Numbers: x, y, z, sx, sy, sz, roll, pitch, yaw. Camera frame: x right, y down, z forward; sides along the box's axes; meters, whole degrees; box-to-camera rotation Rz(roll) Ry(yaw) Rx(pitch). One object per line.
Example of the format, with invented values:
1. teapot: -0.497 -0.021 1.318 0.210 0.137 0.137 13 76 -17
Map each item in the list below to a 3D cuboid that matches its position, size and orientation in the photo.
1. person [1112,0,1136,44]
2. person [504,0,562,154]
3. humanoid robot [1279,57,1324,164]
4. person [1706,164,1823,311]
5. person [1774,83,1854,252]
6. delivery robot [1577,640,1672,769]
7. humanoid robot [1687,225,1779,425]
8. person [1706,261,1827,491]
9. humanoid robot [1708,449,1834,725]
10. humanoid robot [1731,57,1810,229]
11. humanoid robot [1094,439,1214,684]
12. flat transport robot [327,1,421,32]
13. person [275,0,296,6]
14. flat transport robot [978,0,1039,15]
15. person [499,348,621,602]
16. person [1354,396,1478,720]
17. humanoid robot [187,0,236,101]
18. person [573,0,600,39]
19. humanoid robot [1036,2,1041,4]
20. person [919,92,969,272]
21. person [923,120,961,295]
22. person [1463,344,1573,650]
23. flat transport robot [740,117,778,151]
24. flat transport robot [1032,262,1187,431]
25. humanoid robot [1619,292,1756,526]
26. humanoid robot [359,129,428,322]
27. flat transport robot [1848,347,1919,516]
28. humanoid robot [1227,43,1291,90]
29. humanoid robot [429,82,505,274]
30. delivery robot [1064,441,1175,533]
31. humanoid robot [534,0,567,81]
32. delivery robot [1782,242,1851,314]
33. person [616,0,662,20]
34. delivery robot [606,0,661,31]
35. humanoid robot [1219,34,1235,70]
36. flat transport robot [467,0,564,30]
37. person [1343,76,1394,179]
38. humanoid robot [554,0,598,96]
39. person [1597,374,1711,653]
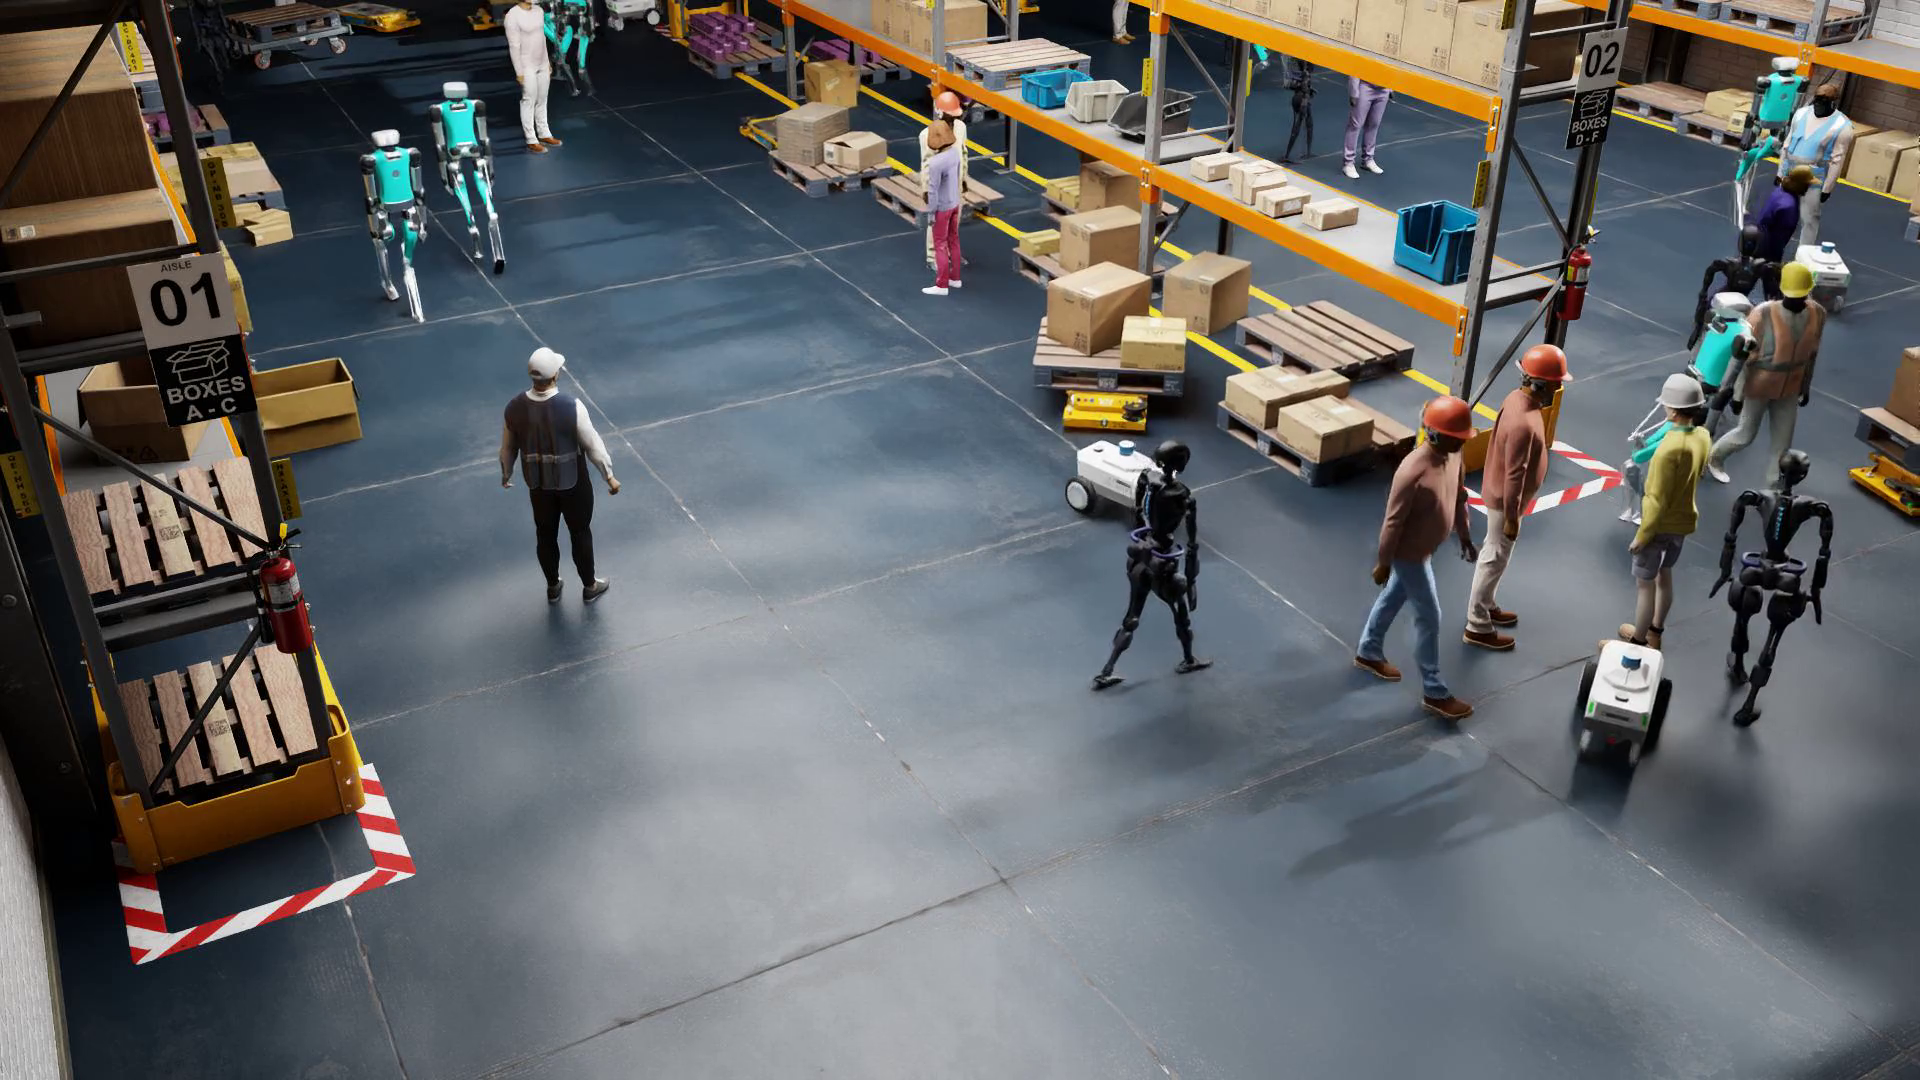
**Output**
1. person: 2.398 -8.145 23.967 0.374 1.889 0.572 11 32 19
2. person: -4.957 -5.490 19.292 0.361 1.939 0.634 12 32 20
3. humanoid robot: 3.938 -5.100 18.872 0.475 1.648 0.598 7 31 12
4. person: 7.043 -2.542 14.519 0.833 1.565 0.451 15 33 24
5. person: 8.030 -3.423 15.802 0.431 1.837 0.625 -16 33 -25
6. delivery robot: 3.816 0.902 9.572 0.499 0.614 0.815 14 33 23
7. humanoid robot: 5.982 -1.653 12.888 0.587 1.643 0.457 8 31 13
8. person: 5.721 -1.113 11.737 0.645 1.886 0.830 -4 30 -7
9. humanoid robot: 4.693 0.229 9.613 0.608 1.627 0.671 15 33 24
10. humanoid robot: 8.215 -4.126 17.145 0.540 1.802 0.814 -1 30 -2
11. humanoid robot: 1.172 0.127 9.836 0.786 1.633 0.596 -20 35 -30
12. flat transport robot: -8.923 -7.923 25.201 1.431 0.231 0.659 18 34 28
13. person: -10.022 -8.477 24.589 0.429 1.843 0.624 6 30 10
14. flat transport robot: 0.660 -8.555 26.303 0.659 0.231 1.431 -12 32 -19
15. person: -2.568 -0.399 10.606 0.774 1.757 0.434 2 30 4
16. person: 2.762 0.077 9.583 0.941 1.951 0.612 21 36 32
17. humanoid robot: -9.648 -6.482 21.284 0.501 1.636 0.601 13 32 21
18. person: -5.580 -8.182 24.088 0.408 1.830 0.550 26 39 37
19. humanoid robot: 1.138 -9.355 26.267 0.315 1.657 0.599 -8 31 -14
20. person: -0.131 -3.411 15.872 0.576 1.736 0.374 -24 38 -36
21. person: -0.158 -3.069 15.387 0.293 1.628 0.499 15 33 25
22. person: 3.383 -0.267 10.156 0.403 1.986 0.610 9 31 15
23. flat transport robot: -2.044 -4.773 19.719 0.659 0.231 1.431 -15 33 -24
24. flat transport robot: 1.226 -1.295 13.664 0.659 0.231 1.431 4 30 7
25. humanoid robot: 4.858 -0.843 11.381 0.780 1.753 0.533 -2 30 -4
26. humanoid robot: -5.149 -2.887 15.027 0.538 1.781 1.020 -20 35 -30
27. flat transport robot: 7.379 -0.472 12.232 1.431 0.231 0.659 -7 31 -13
28. humanoid robot: 4.074 -6.687 21.594 0.973 1.766 0.537 7 31 12
29. humanoid robot: -4.628 -3.399 15.886 0.531 1.771 0.960 -15 33 -24
30. delivery robot: 1.169 -0.429 11.852 0.499 0.576 0.768 -26 39 -38
31. humanoid robot: -5.410 -6.887 21.905 0.931 1.754 0.545 19 35 30
32. delivery robot: 7.968 -2.466 15.406 0.499 0.585 0.784 6 30 11
33. person: -5.020 -8.843 25.361 0.589 1.717 0.760 17 34 27
34. delivery robot: -4.925 -7.998 25.062 0.812 0.611 0.499 -18 35 -29
35. humanoid robot: 3.784 -7.292 22.676 0.315 1.657 0.599 -5 30 -9
36. flat transport robot: -6.716 -7.963 25.271 1.431 0.231 0.659 -12 32 -19
37. person: 4.584 -4.993 18.462 0.638 1.905 0.405 -15 33 -25
38. humanoid robot: -4.934 -6.458 21.196 0.530 1.797 0.842 2 30 3
39. person: 4.206 -0.100 9.967 0.471 1.882 0.414 -22 37 -33
